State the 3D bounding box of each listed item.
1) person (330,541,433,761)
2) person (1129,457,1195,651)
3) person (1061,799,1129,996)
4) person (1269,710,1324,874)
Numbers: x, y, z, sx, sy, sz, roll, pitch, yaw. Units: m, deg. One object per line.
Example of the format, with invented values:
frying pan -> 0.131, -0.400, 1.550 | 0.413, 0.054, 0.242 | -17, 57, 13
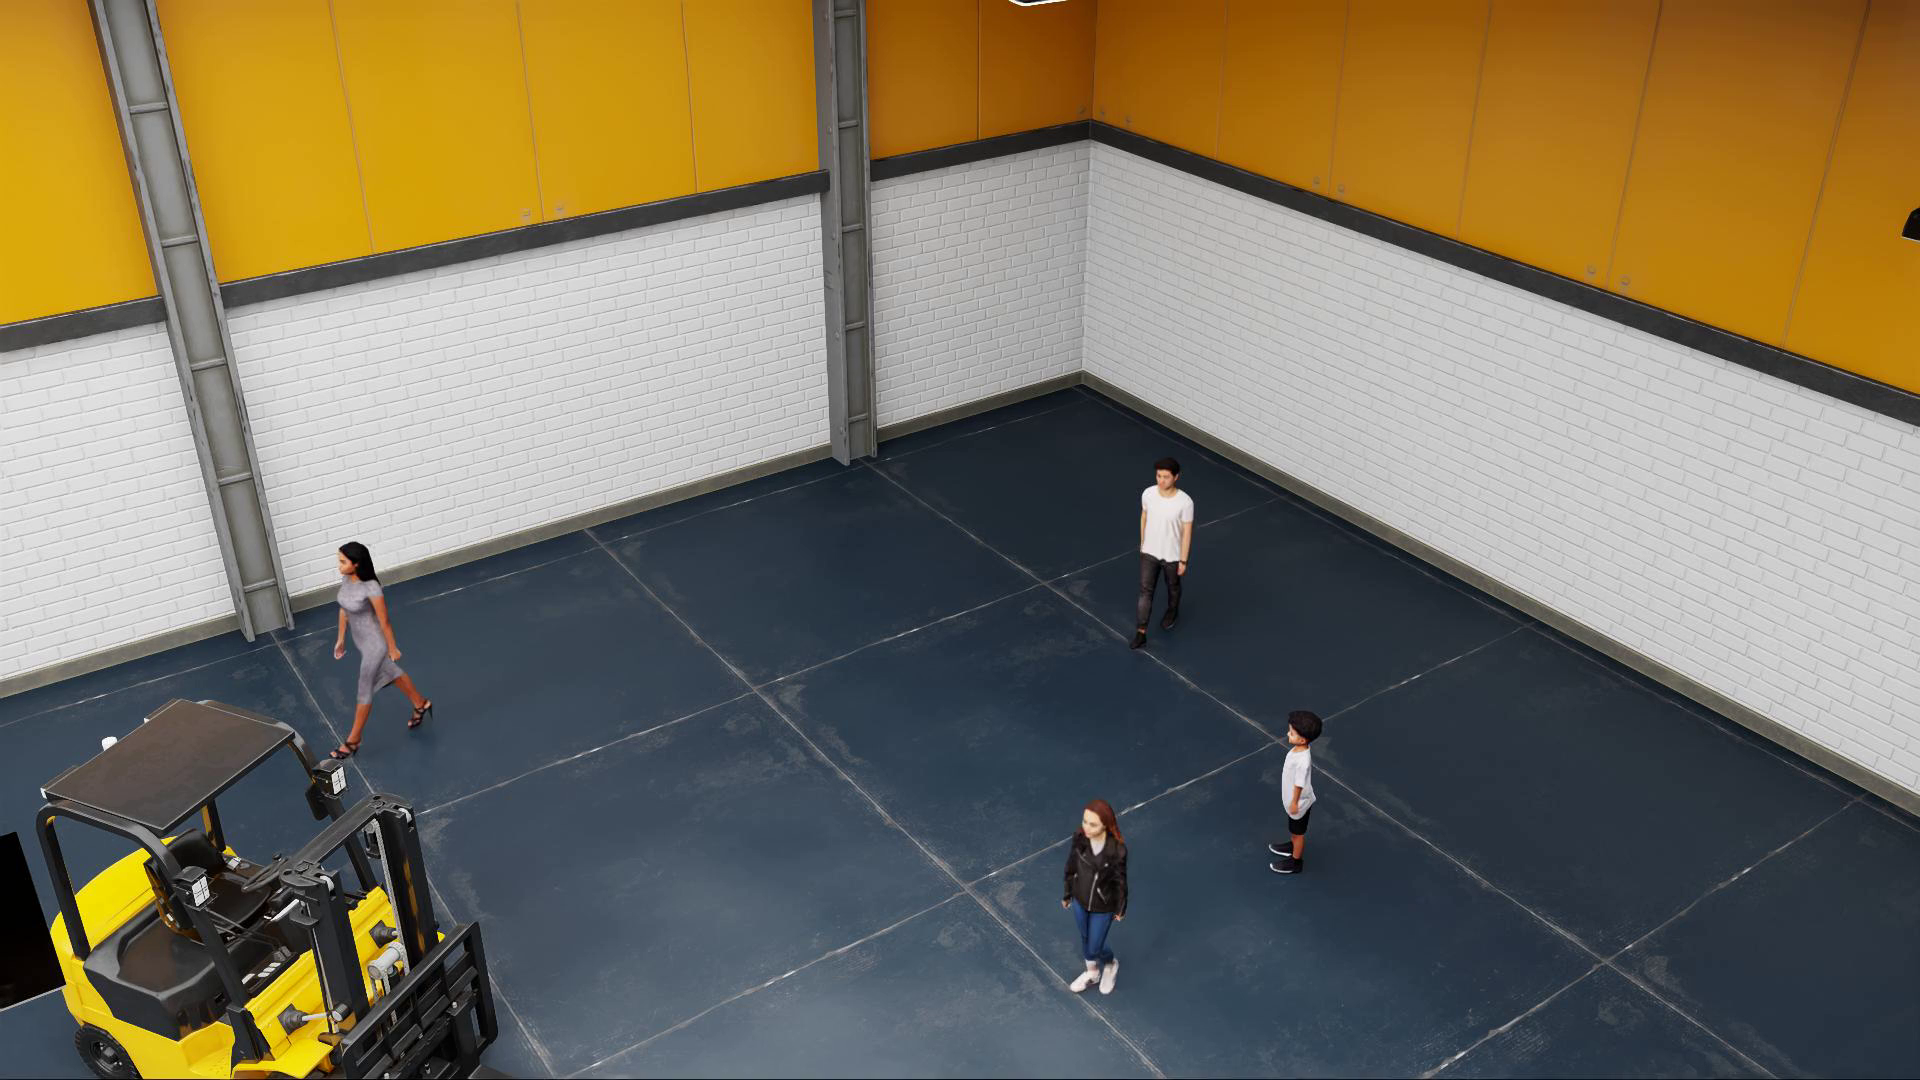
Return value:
person -> -4.375, 0.779, 12.629 | 0.728, 1.731, 1.150 | 25, 38, 38
person -> 1.758, 0.062, 13.999 | 0.951, 1.678, 1.169 | 15, 32, 25
person -> 0.878, 2.182, 10.323 | 0.610, 1.475, 0.612 | 23, 36, 36
person -> 2.327, 1.714, 11.409 | 0.617, 1.257, 0.562 | 4, 29, 6
